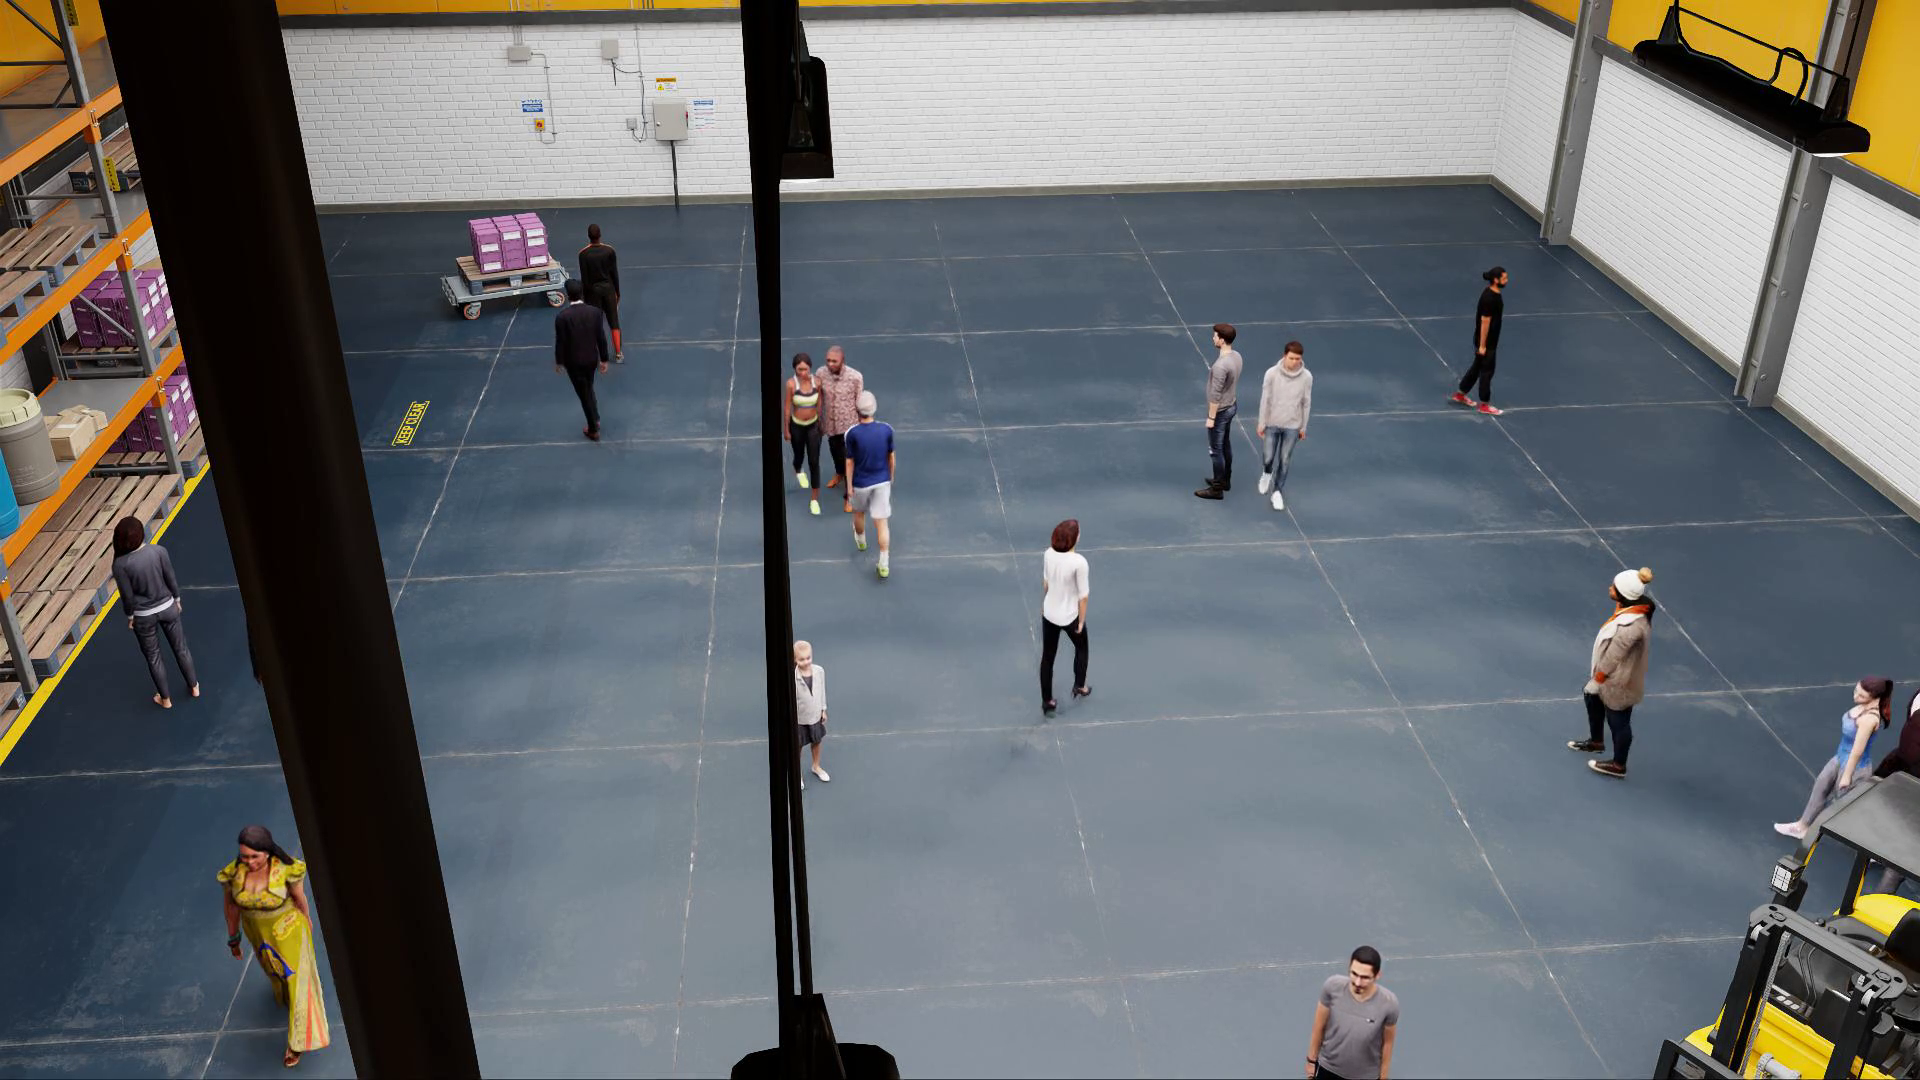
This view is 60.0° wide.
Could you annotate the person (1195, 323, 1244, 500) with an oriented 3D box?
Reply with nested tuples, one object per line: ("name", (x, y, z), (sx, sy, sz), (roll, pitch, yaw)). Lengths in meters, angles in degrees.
("person", (2.744, -1.351, 17.399), (0.816, 1.901, 0.694), (14, 31, 23))

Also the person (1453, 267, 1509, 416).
("person", (6.082, -2.350, 19.382), (0.899, 1.757, 0.897), (10, 30, 18))

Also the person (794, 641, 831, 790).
("person", (-1.216, 1.354, 13.094), (0.584, 1.276, 0.620), (-15, 32, -26))

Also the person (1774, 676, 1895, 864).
("person", (6.600, 1.695, 12.161), (1.028, 1.571, 1.062), (16, 33, 27))

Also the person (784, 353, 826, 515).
("person", (-1.617, -1.175, 17.277), (0.688, 1.710, 1.126), (-7, 29, -12))

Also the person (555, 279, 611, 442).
("person", (-4.189, -1.979, 18.589), (0.828, 1.865, 0.857), (-22, 35, -34))

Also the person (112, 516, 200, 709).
("person", (-6.772, 0.591, 13.980), (0.689, 1.768, 0.721), (-24, 37, -37))

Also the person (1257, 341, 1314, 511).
("person", (3.340, -1.240, 17.260), (0.751, 1.841, 0.843), (3, 29, 5))

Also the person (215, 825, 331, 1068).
("person", (-4.404, 2.463, 10.720), (0.746, 1.602, 1.188), (-2, 29, -4))

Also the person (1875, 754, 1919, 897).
("person", (6.610, 1.940, 11.512), (0.787, 1.762, 0.722), (23, 36, 35))

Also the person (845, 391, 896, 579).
("person", (-0.836, -0.503, 15.953), (0.731, 1.797, 1.195), (-8, 30, -14))

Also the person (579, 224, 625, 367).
("person", (-4.444, -3.051, 20.613), (0.673, 1.808, 0.630), (-11, 30, -19))

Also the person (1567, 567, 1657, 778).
("person", (5.282, 1.048, 13.025), (0.867, 1.879, 0.791), (11, 30, 19))

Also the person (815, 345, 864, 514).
("person", (-1.230, -1.247, 17.337), (0.939, 1.779, 1.189), (8, 30, 14))

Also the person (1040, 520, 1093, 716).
("person", (0.794, 0.688, 13.793), (0.847, 1.776, 0.926), (15, 32, 26))

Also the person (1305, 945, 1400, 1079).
("person", (2.233, 3.016, 9.547), (0.705, 1.754, 0.698), (10, 30, 18))

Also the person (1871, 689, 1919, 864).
("person", (7.039, 1.585, 12.069), (0.835, 1.851, 0.711), (3, 29, 6))
